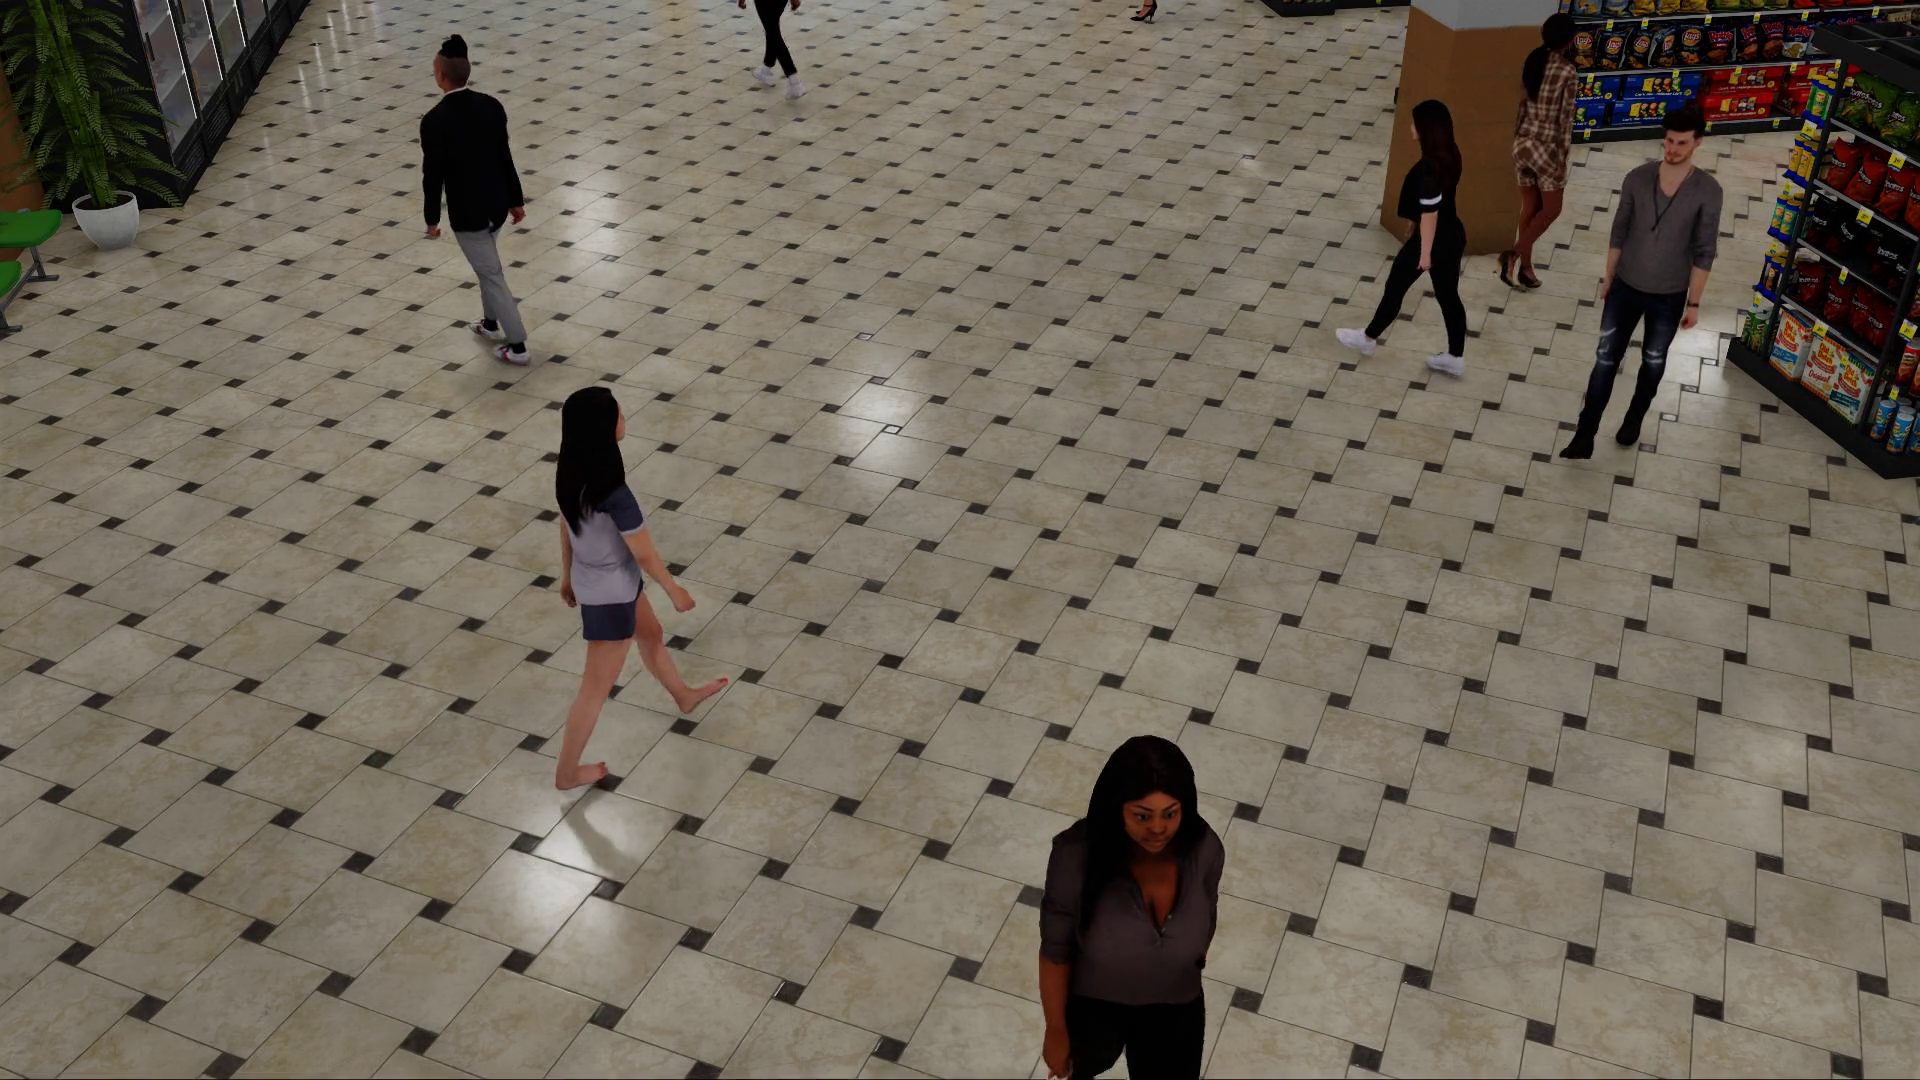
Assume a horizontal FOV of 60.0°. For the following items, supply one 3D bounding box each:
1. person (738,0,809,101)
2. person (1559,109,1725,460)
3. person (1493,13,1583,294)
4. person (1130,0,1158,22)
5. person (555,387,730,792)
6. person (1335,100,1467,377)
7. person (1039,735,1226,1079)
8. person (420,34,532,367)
[{"bbox_3d":[-1.547,-4.605,14.058,1.256,1.778,1.122,-22,38,-31],"label":"person"},{"bbox_3d":[3.655,-1.343,8.726,1.143,1.874,1.207,20,37,29],"label":"person"},{"bbox_3d":[3.594,-2.382,10.497,0.848,1.767,0.764,-17,36,-25],"label":"person"},{"bbox_3d":[1.866,-6.051,16.345,0.882,1.818,0.838,10,33,16],"label":"person"},{"bbox_3d":[-1.419,0.238,6.387,1.176,1.661,0.940,-21,38,-30],"label":"person"},{"bbox_3d":[2.774,-1.680,9.533,1.093,1.594,1.048,23,39,32],"label":"person"},{"bbox_3d":[0.432,1.241,4.659,1.121,1.783,0.768,-3,32,-5],"label":"person"},{"bbox_3d":[-2.708,-1.908,9.578,1.056,1.934,0.998,21,37,30],"label":"person"}]
